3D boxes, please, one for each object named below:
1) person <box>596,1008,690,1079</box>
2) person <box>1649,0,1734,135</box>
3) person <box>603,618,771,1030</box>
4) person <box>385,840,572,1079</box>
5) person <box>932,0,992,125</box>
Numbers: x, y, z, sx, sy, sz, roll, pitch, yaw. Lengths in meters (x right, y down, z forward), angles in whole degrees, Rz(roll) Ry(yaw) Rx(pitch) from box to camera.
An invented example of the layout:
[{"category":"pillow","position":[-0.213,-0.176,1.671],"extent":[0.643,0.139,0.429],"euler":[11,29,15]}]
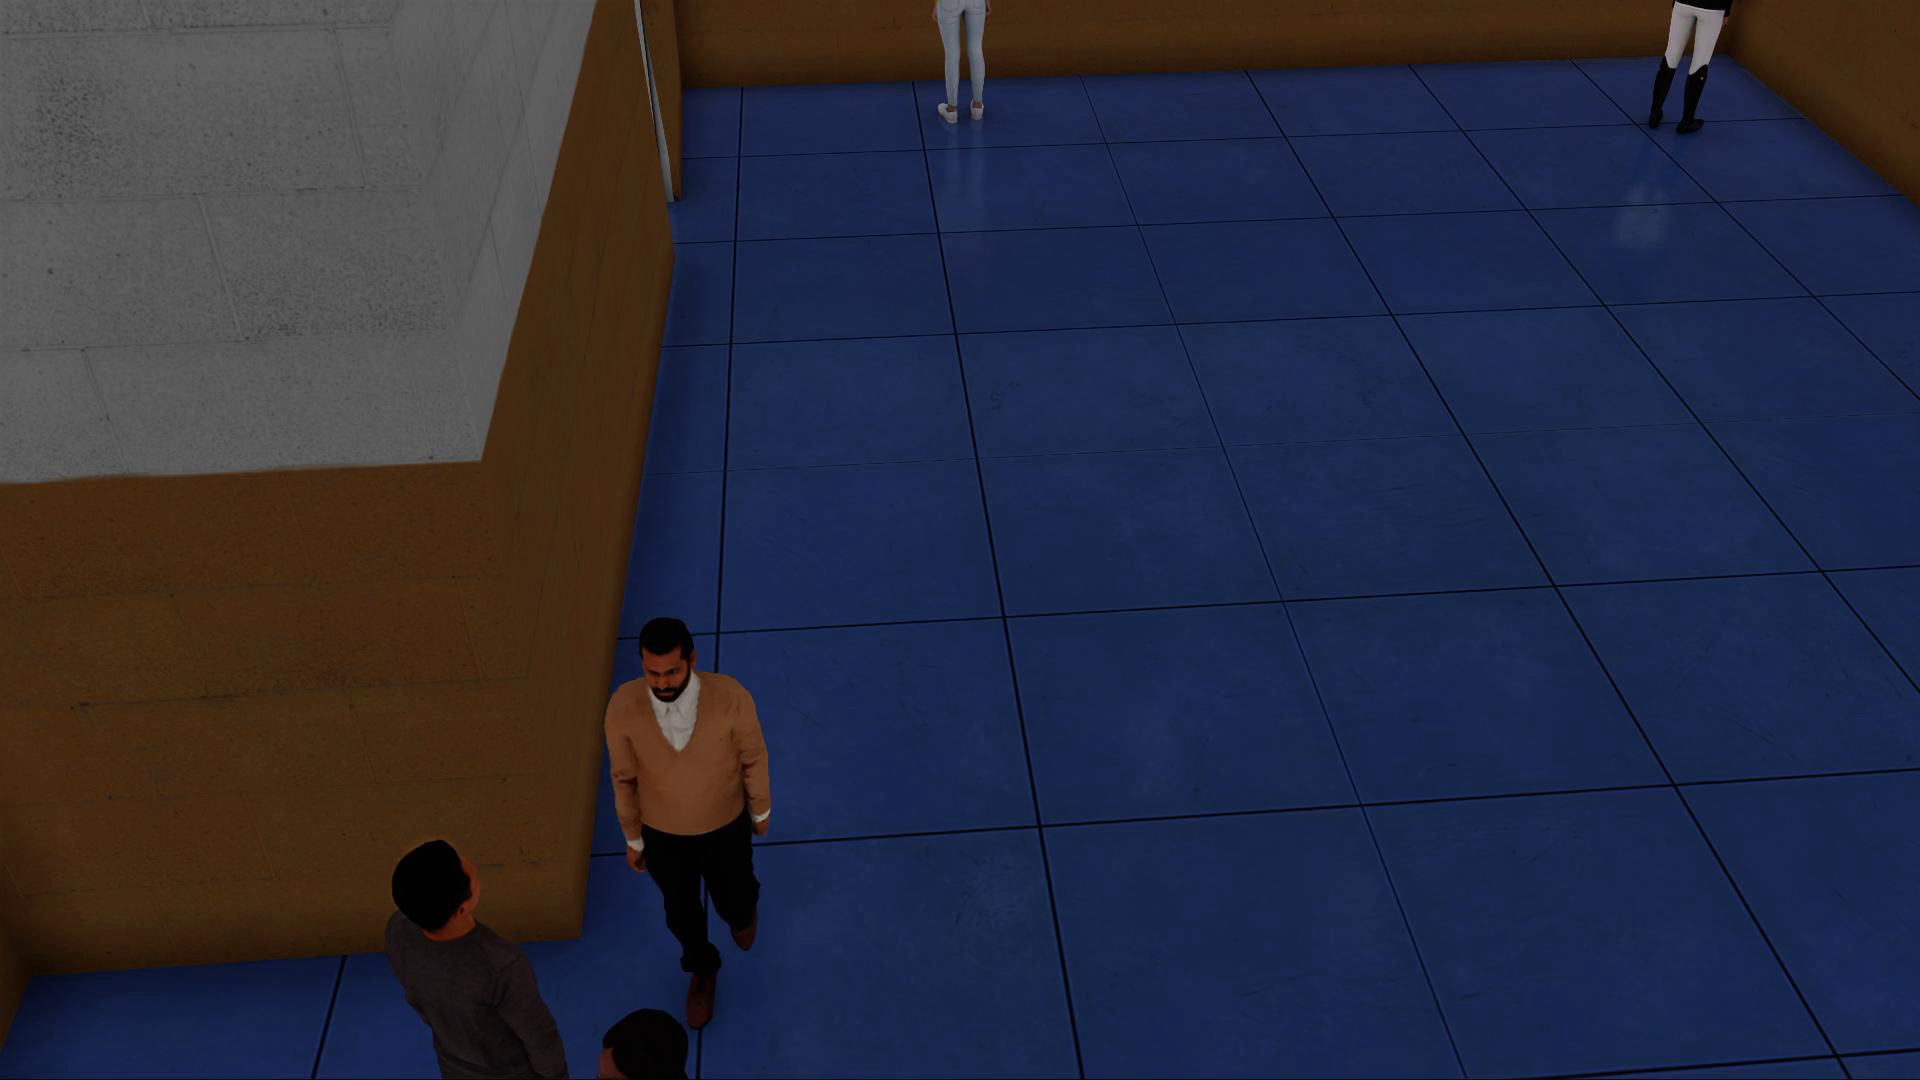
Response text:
[{"category":"person","position":[-0.772,1.831,4.386],"extent":[0.663,1.743,0.714],"euler":[29,46,33]},{"category":"person","position":[5.268,-3.775,11.853],"extent":[0.658,1.729,0.715],"euler":[27,45,31]},{"category":"person","position":[-0.901,0.890,5.635],"extent":[0.734,1.740,0.731],"euler":[-1,37,-1]},{"category":"person","position":[-1.357,1.508,4.794],"extent":[0.648,1.769,0.774],"euler":[-12,38,-15]},{"category":"person","position":[0.012,-3.885,11.994],"extent":[0.536,1.750,0.689],"euler":[-9,38,-12]}]
